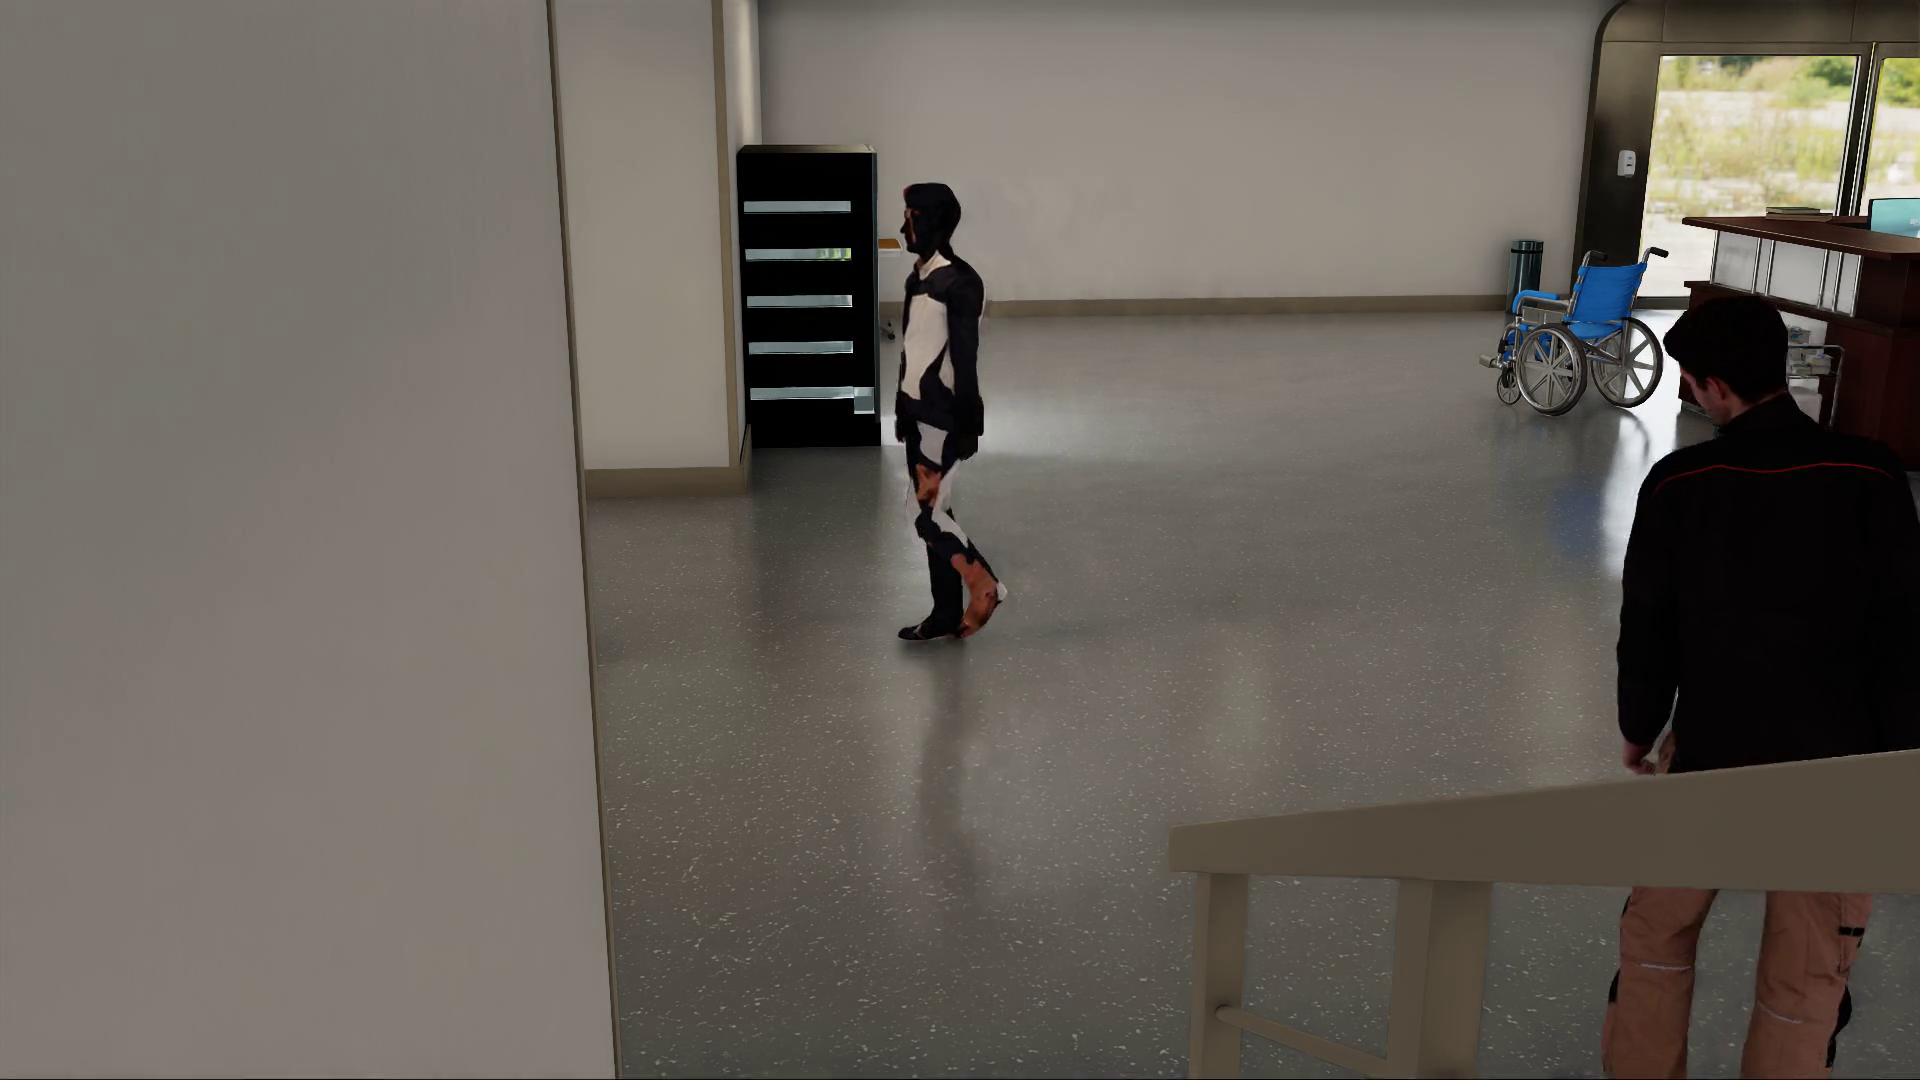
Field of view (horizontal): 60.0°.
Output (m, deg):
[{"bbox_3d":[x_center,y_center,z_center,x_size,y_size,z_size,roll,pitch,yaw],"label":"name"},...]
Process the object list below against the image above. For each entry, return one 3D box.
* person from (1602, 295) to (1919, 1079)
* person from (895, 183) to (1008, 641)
[{"bbox_3d":[1.670,0.474,3.331,0.943,1.888,0.929,-13,21,-39],"label":"person"},{"bbox_3d":[0.000,-0.486,6.750,0.858,1.880,0.760,-7,17,-22],"label":"person"}]
